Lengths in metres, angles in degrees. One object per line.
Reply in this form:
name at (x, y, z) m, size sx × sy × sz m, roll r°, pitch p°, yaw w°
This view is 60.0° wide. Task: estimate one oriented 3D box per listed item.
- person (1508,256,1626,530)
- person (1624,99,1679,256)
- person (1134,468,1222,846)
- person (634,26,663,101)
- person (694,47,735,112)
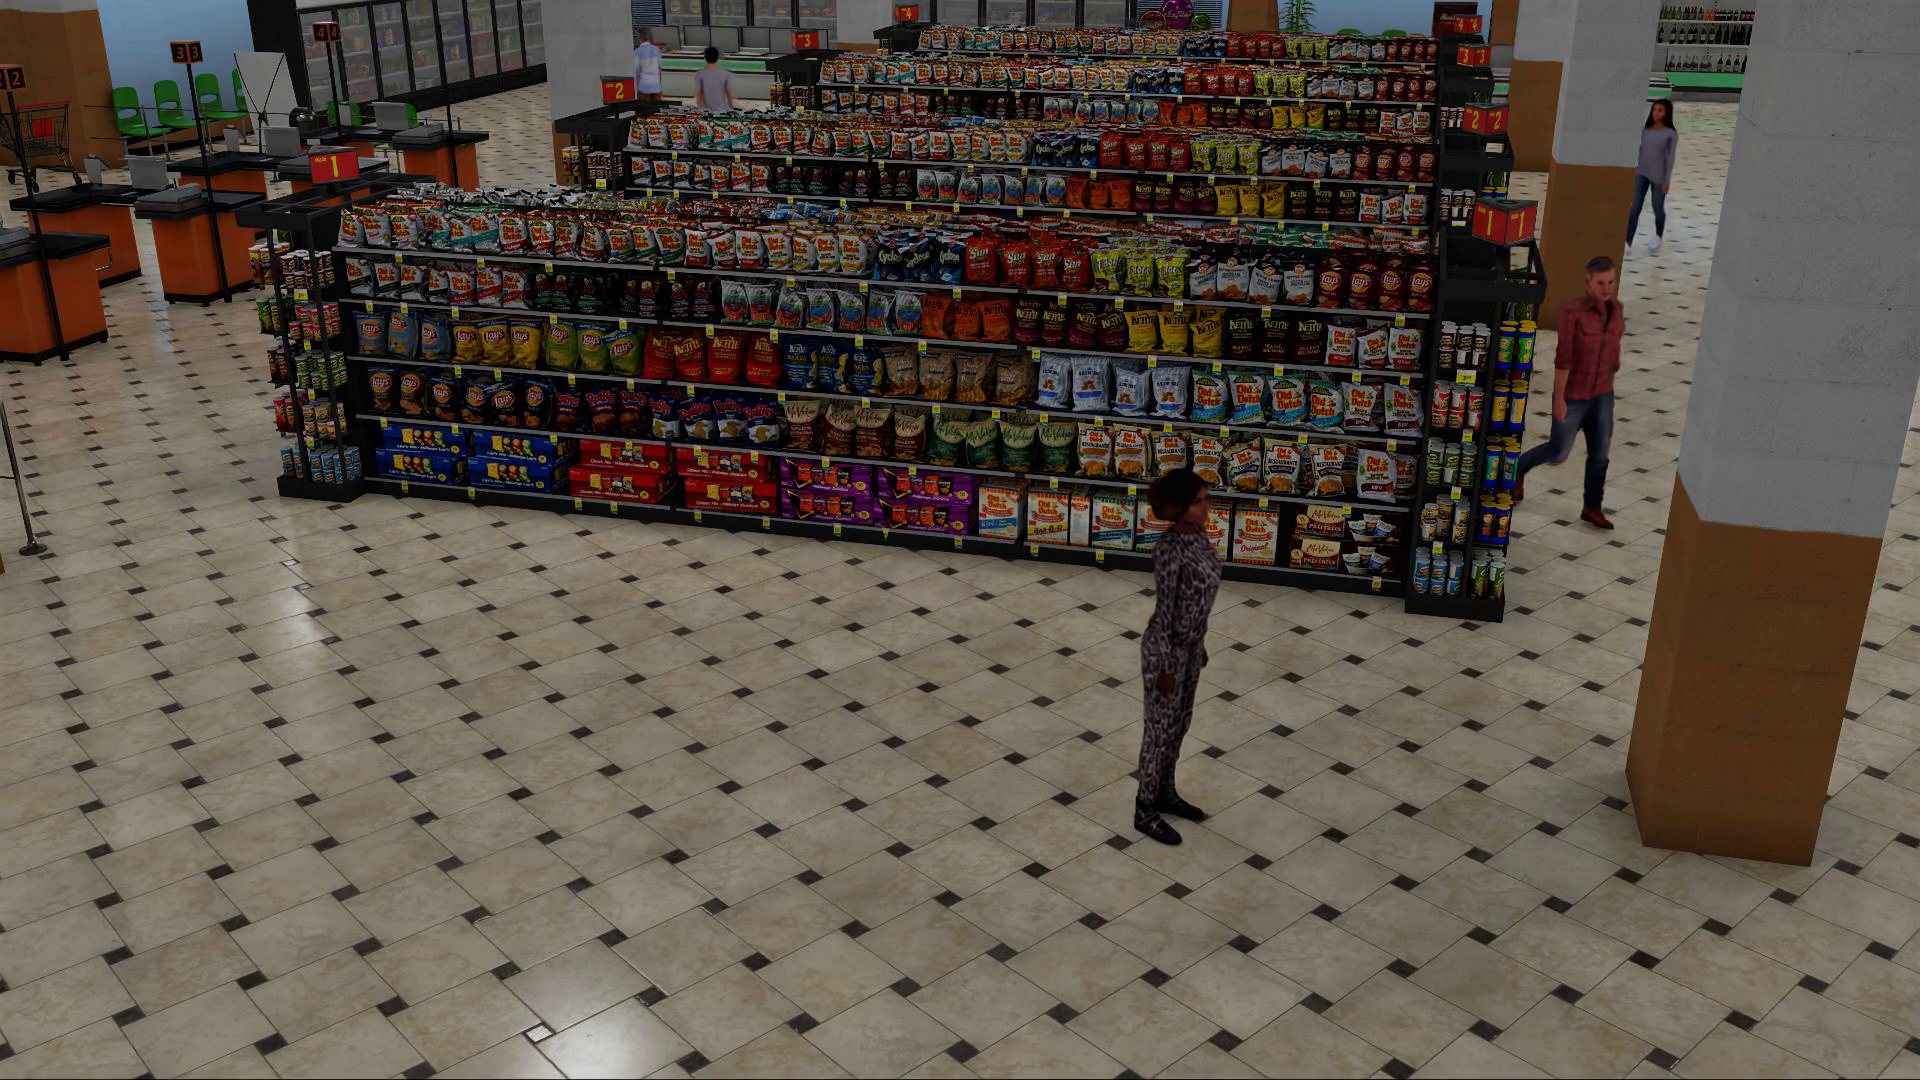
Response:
person at (3.992, -0.979, 10.886) m, size 1.078 × 1.803 × 1.079 m, roll -10°, pitch 24°, yaw -22°
person at (7.812, -4.041, 18.657) m, size 1.189 × 1.690 × 1.065 m, roll 20°, pitch 30°, yaw 41°
person at (0.947, 0.499, 7.328) m, size 0.652 × 1.713 × 0.640 m, roll 14°, pitch 26°, yaw 31°
person at (-4.893, -7.127, 26.159) m, size 0.767 × 1.824 × 0.761 m, roll -19°, pitch 29°, yaw -39°
person at (-3.326, -5.739, 22.709) m, size 1.251 × 1.819 × 1.126 m, roll -5°, pitch 22°, yaw -13°
